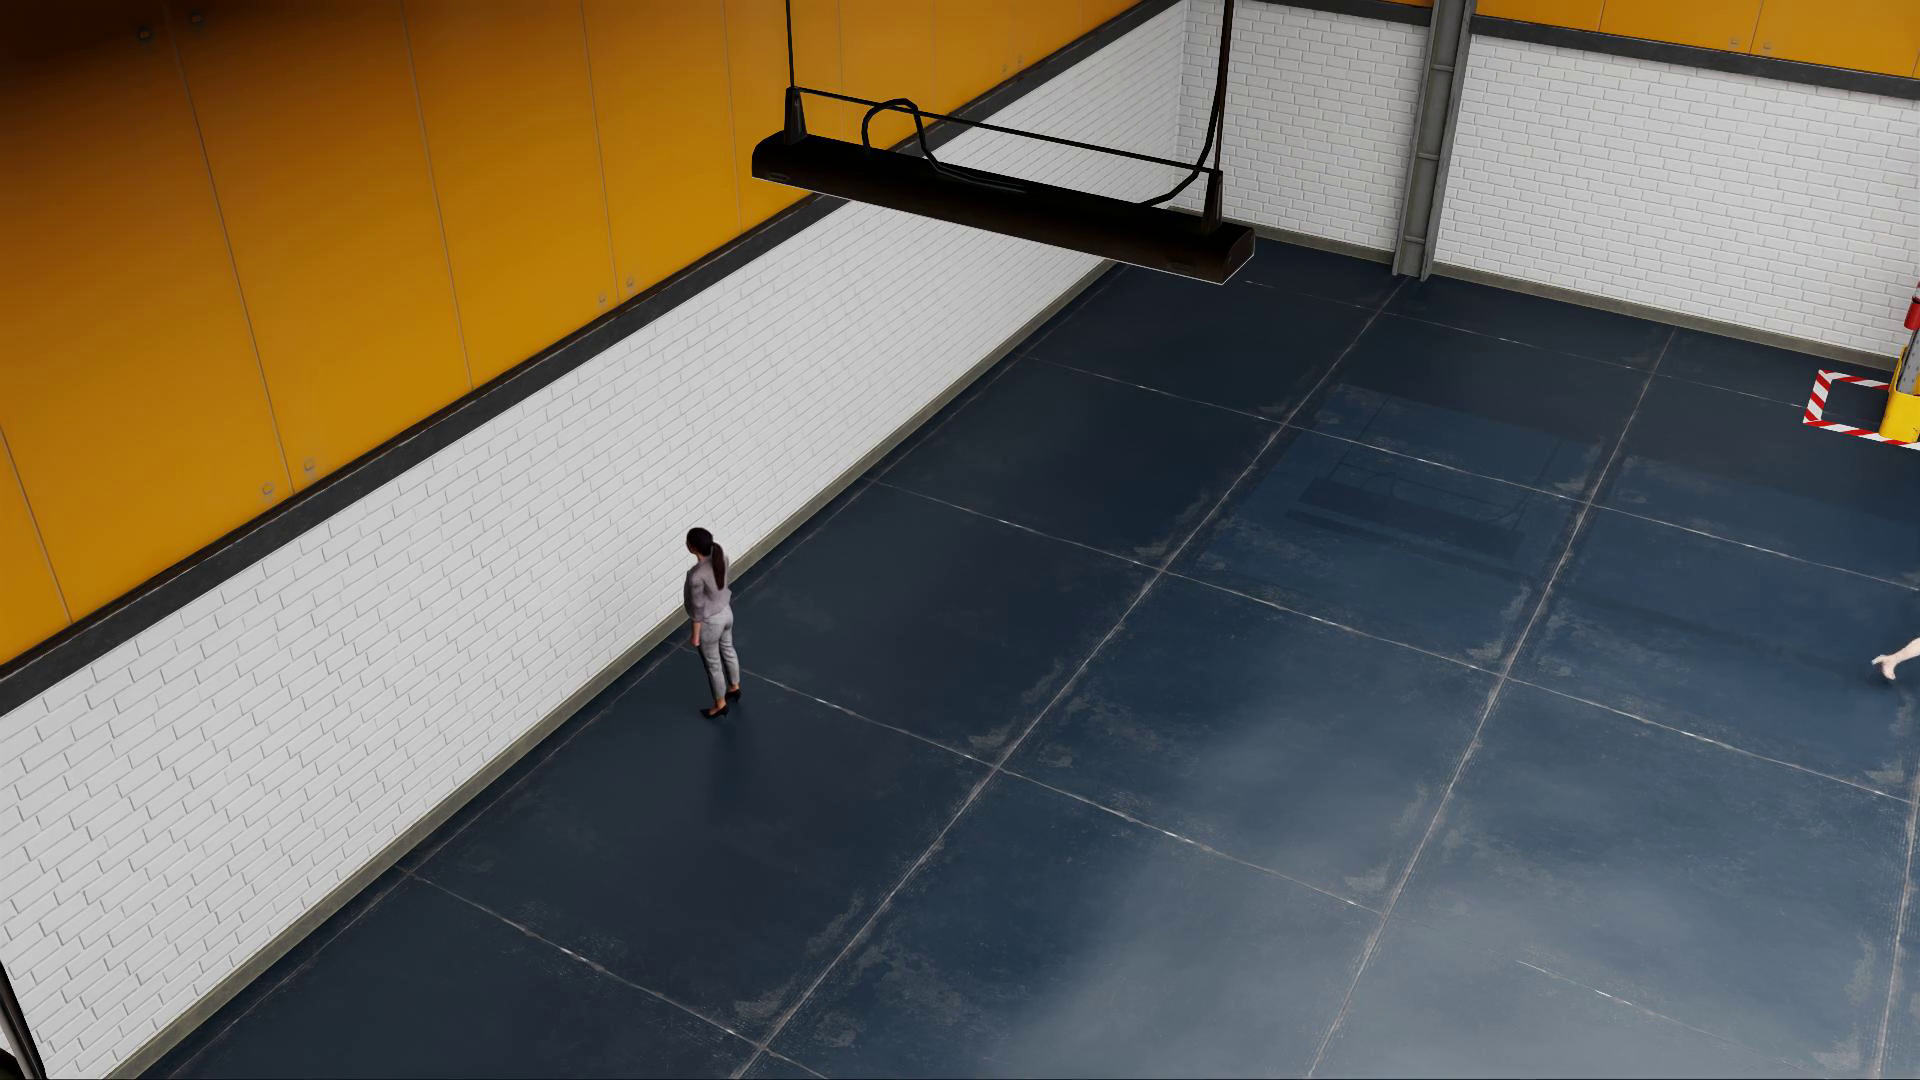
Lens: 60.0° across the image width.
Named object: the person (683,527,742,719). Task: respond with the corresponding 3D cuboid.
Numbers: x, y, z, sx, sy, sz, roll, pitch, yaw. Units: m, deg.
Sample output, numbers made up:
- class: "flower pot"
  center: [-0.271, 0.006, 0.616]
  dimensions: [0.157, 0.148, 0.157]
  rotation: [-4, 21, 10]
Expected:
- class: "person"
  center: [-1.869, 0.623, 12.566]
  dimensions: [0.587, 1.677, 0.633]
  rotation: [15, 36, 21]
